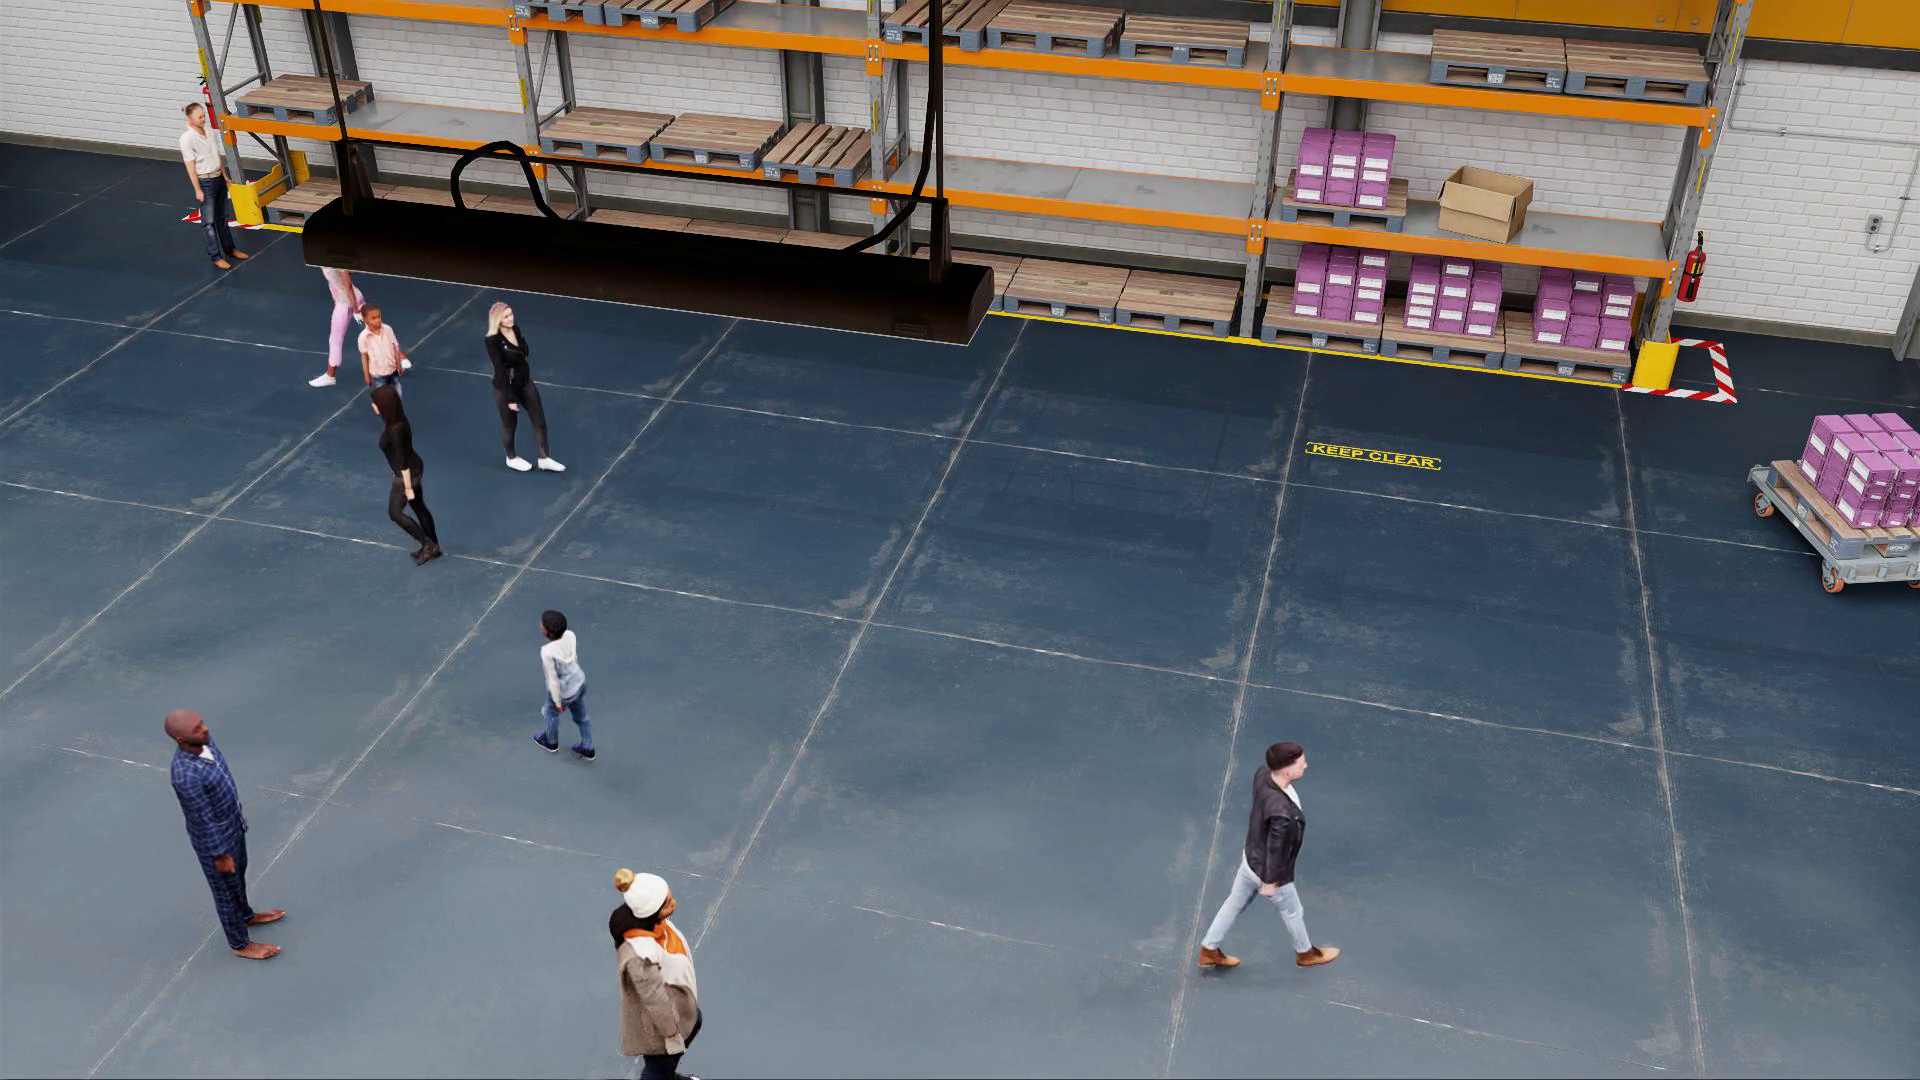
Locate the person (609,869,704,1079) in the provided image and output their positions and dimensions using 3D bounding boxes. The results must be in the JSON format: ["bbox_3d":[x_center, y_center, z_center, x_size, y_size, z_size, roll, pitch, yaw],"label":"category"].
[{"bbox_3d":[-1.718,2.450,8.860,0.809,1.876,0.812,-6,34,-8],"label":"person"}]

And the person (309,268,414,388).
[{"bbox_3d":[-5.828,-2.277,16.144,1.295,1.685,1.068,-8,34,-12],"label":"person"}]

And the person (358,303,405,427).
[{"bbox_3d":[-5.407,-1.625,15.511,0.694,1.299,0.780,-24,41,-32],"label":"person"}]

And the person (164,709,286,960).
[{"bbox_3d":[-4.460,1.738,9.984,0.759,1.819,0.756,-6,34,-10],"label":"person"}]

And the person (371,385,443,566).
[{"bbox_3d":[-4.429,-0.539,13.580,0.698,1.628,0.672,-5,34,-8],"label":"person"}]

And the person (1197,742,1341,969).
[{"bbox_3d":[1.721,1.902,9.760,1.207,1.792,0.955,-4,34,-6],"label":"person"}]

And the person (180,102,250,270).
[{"bbox_3d":[-8.397,-3.987,18.567,0.600,1.851,0.681,12,36,18],"label":"person"}]

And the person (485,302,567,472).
[{"bbox_3d":[-4.039,-1.339,14.751,0.881,1.666,0.724,17,37,24],"label":"person"}]

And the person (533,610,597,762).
[{"bbox_3d":[-2.703,1.033,11.566,0.778,1.239,0.628,23,40,31],"label":"person"}]
